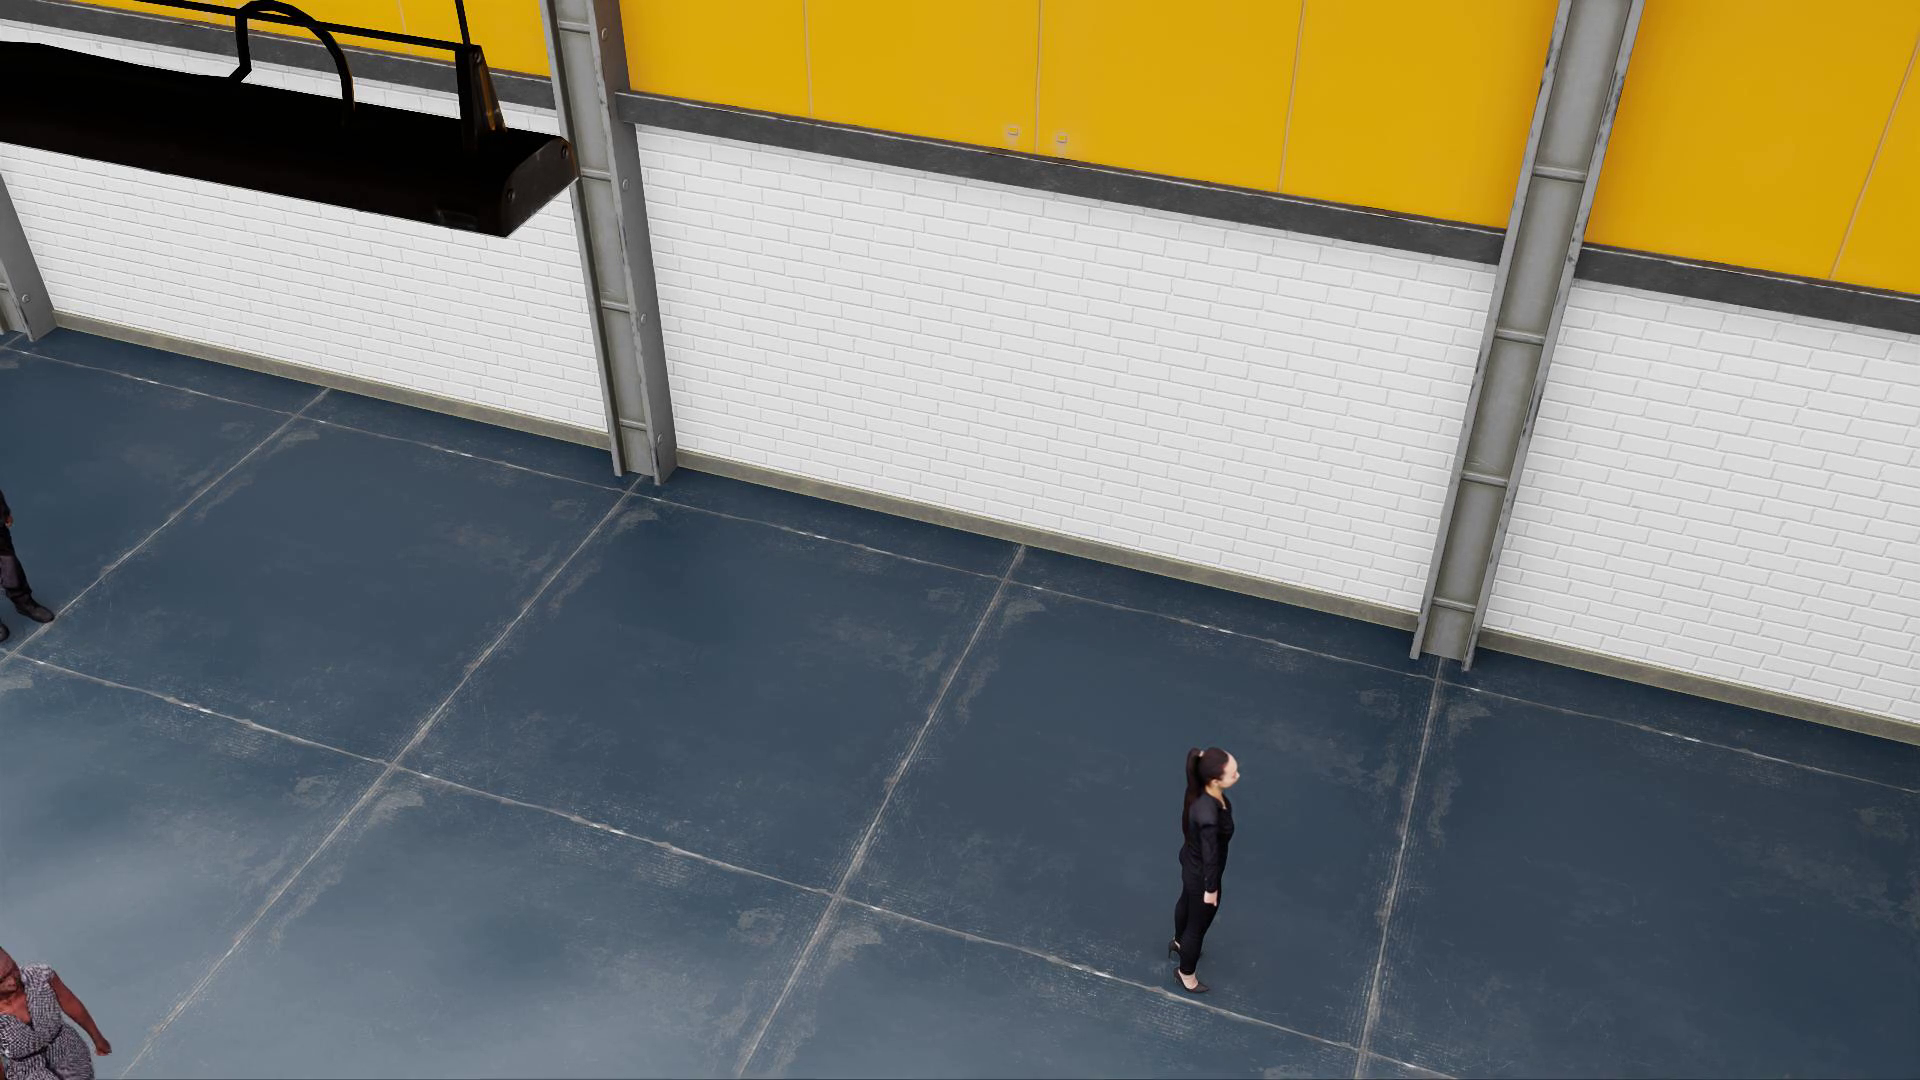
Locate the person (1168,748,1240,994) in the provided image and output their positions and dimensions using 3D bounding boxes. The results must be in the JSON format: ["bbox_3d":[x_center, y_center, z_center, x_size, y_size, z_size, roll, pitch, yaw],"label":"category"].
[{"bbox_3d":[1.251,1.694,8.578,0.590,1.712,0.629,1,39,1],"label":"person"}]

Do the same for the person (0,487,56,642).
[{"bbox_3d":[-6.490,-0.174,10.827,0.740,1.824,0.780,27,46,30],"label":"person"}]
